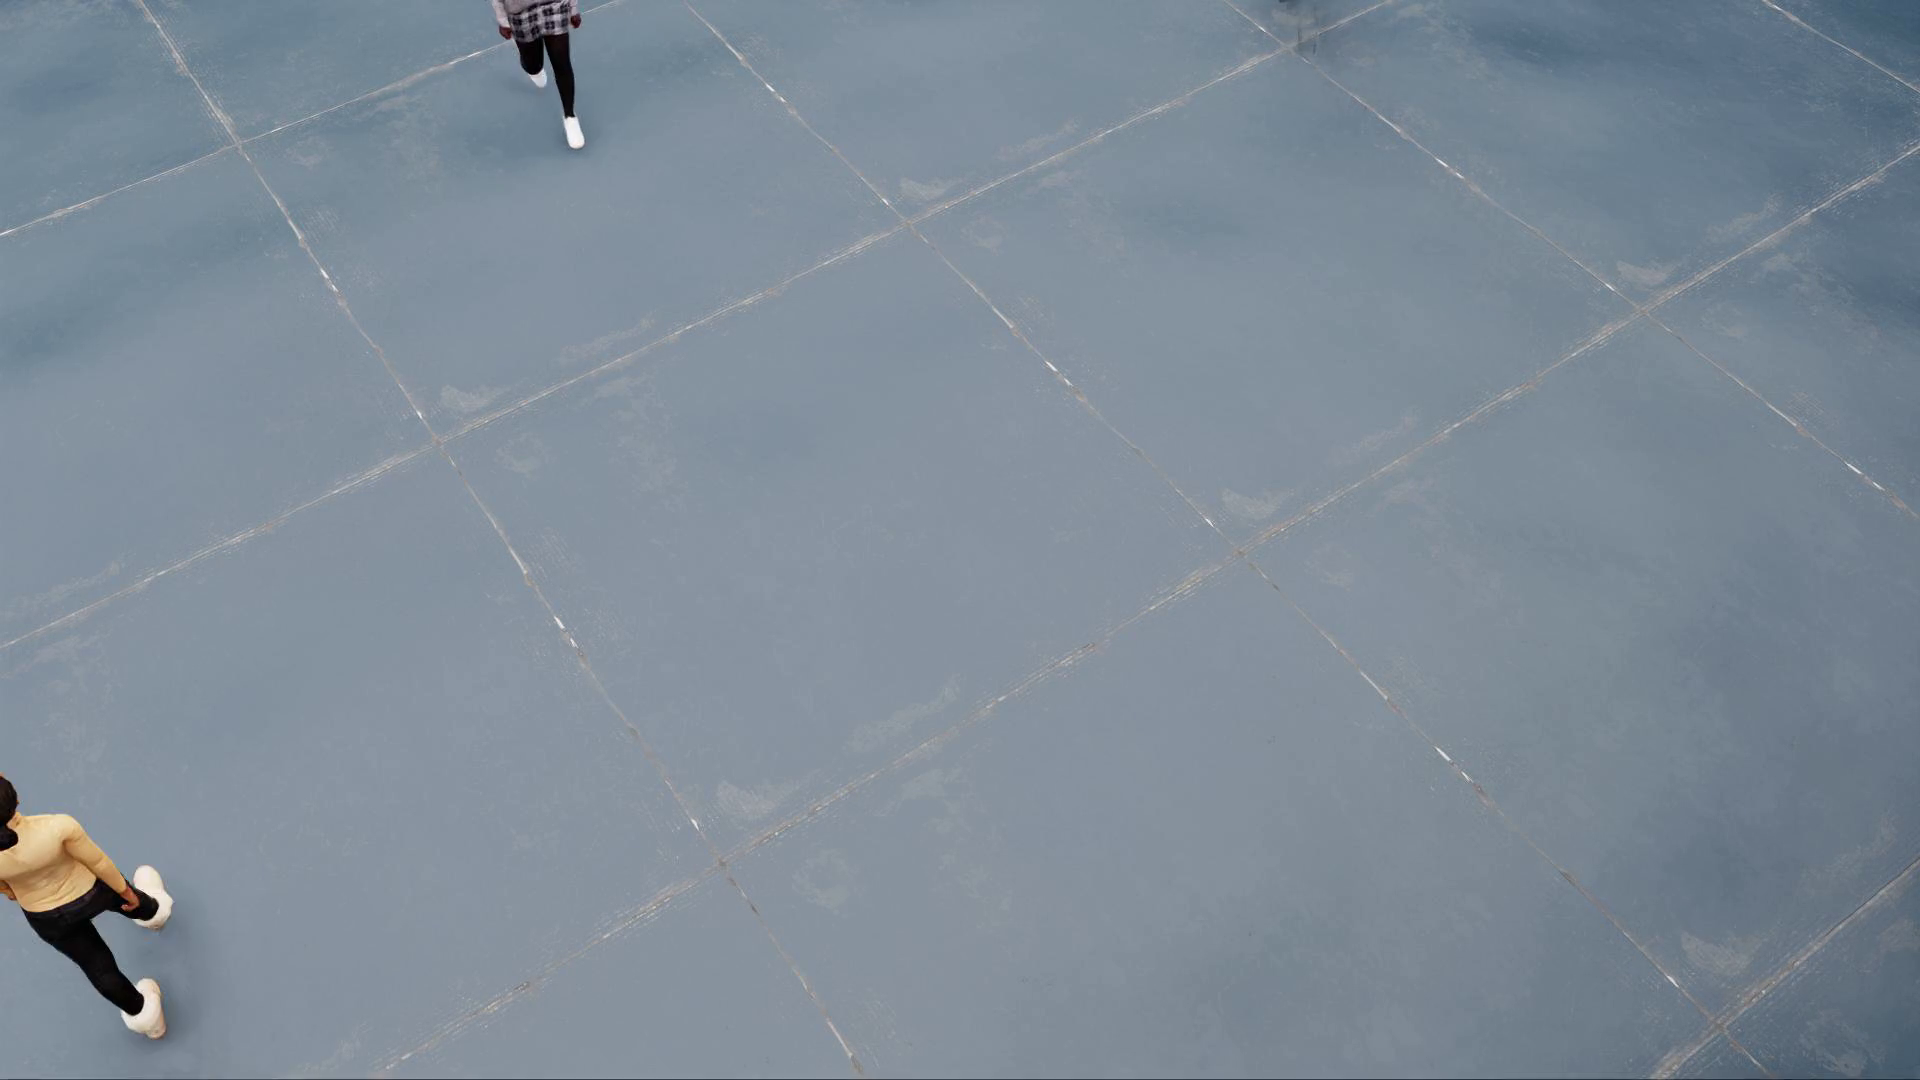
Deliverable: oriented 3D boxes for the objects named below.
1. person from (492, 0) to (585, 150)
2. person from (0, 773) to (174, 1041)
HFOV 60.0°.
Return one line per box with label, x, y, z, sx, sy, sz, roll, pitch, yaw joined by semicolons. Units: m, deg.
person;-2.512;-3.172;9.759;0.770;1.755;1.002;-19;55;-14
person;-3.344;1.426;6.274;0.642;1.633;0.998;-25;56;-18
